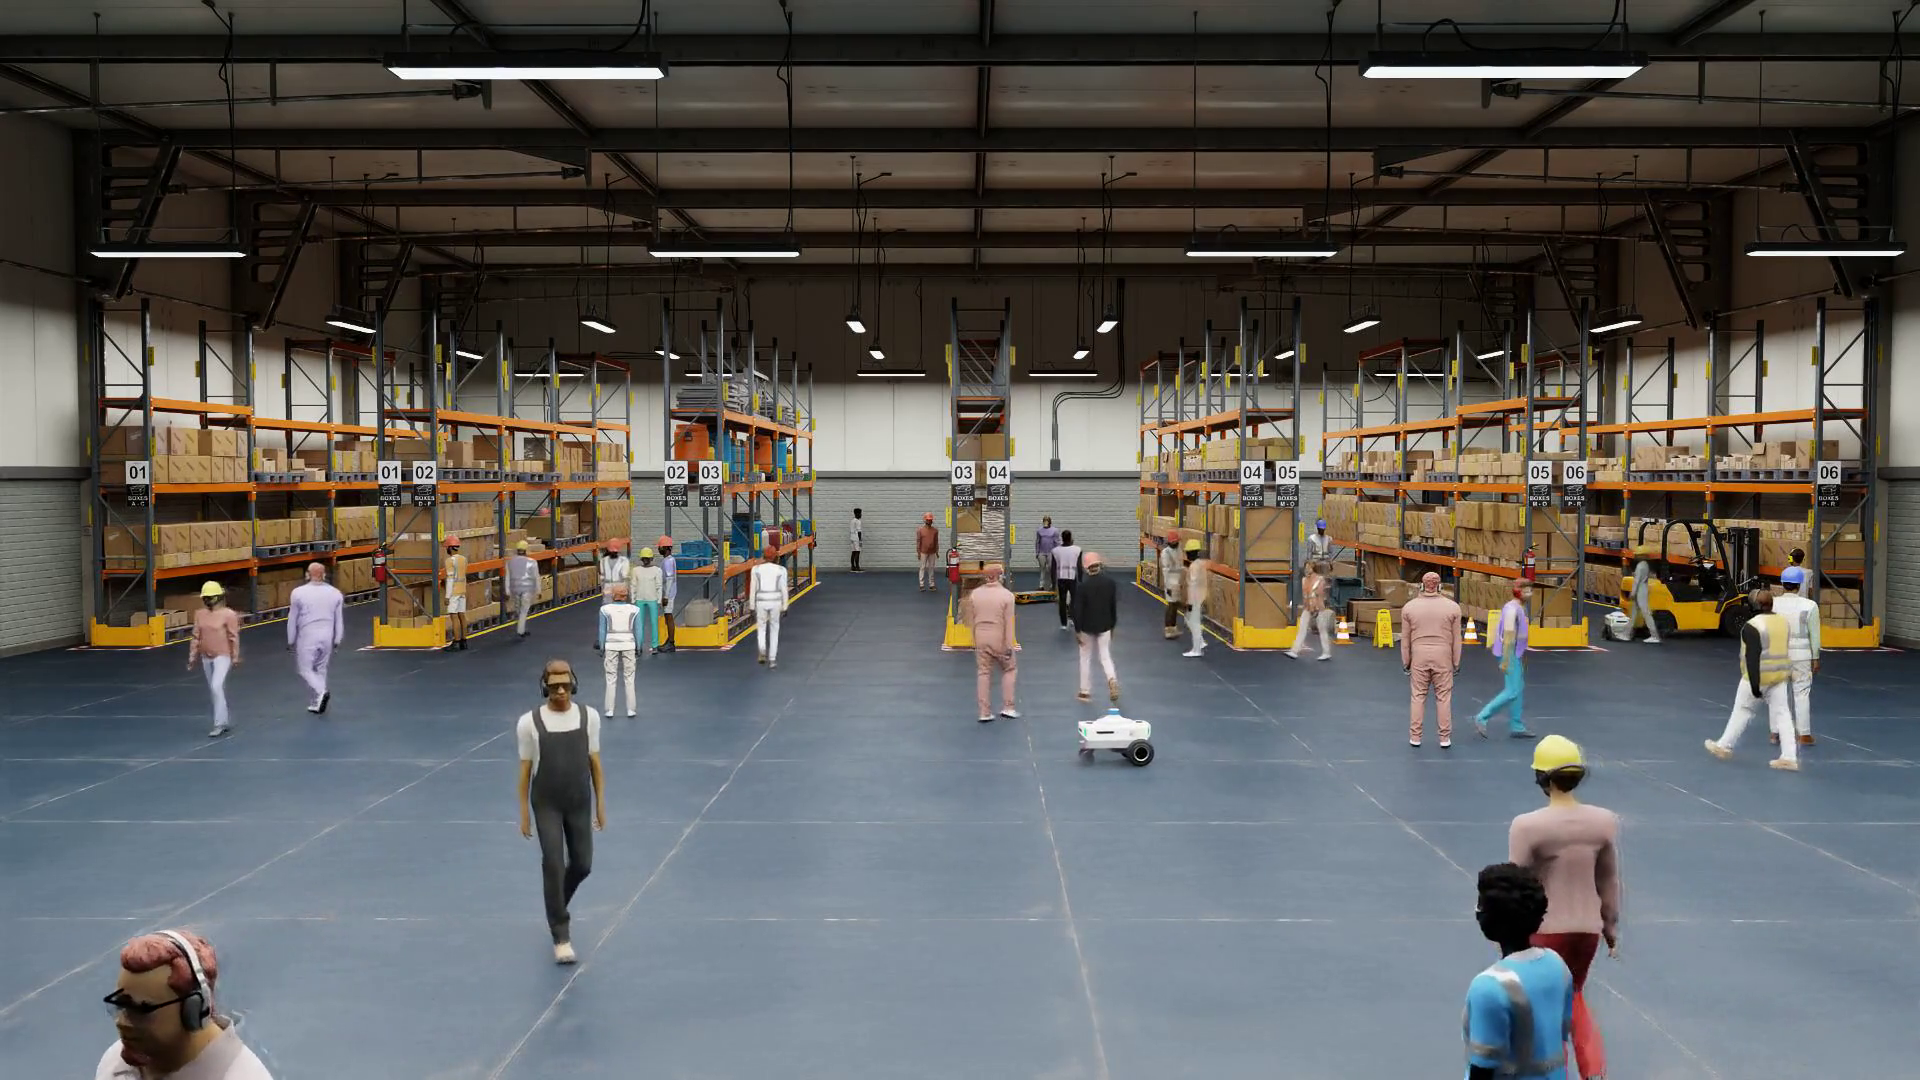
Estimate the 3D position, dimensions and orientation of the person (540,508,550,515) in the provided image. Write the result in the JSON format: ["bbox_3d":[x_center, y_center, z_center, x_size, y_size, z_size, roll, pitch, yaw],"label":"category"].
[{"bbox_3d":[-11.798,0.096,45.972,0.392,2.041,0.614,1,2,20],"label":"person"}]

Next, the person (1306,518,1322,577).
[{"bbox_3d":[10.147,0.244,45.355,0.944,1.803,0.624,2,3,40],"label":"person"}]

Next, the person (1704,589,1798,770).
[{"bbox_3d":[8.092,1.392,16.398,0.630,1.790,0.964,-1,2,-23],"label":"person"}]

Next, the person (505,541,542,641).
[{"bbox_3d":[-7.830,0.904,28.942,0.600,1.782,0.966,0,2,5],"label":"person"}]

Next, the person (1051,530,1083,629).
[{"bbox_3d":[2.069,0.755,31.102,0.627,1.902,0.576,0,2,10],"label":"person"}]

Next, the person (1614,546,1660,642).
[{"bbox_3d":[12.005,0.952,28.563,0.773,1.706,0.503,1,3,30],"label":"person"}]

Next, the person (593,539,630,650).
[{"bbox_3d":[-5.842,0.921,27.139,0.545,1.882,0.912,0,2,8],"label":"person"}]

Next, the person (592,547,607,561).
[{"bbox_3d":[-10.174,0.232,45.529,0.807,1.810,0.537,1,2,15],"label":"person"}]

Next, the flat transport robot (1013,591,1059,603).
[{"bbox_3d":[1.696,1.320,37.645,1.431,0.197,0.652,-2,3,-43],"label":"flat transport robot"}]

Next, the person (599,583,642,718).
[{"bbox_3d":[-4.131,1.344,19.640,0.515,1.635,0.313,-1,2,-14],"label":"person"}]

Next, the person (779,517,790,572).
[{"bbox_3d":[-5.029,0.265,44.806,0.846,1.780,0.622,-1,2,-23],"label":"person"}]

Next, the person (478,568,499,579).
[{"bbox_3d":[-10.920,0.562,37.271,0.620,1.788,0.889,0,2,-6],"label":"person"}]

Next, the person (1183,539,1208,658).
[{"bbox_3d":[3.786,0.942,26.164,0.416,1.915,0.609,1,2,19],"label":"person"}]

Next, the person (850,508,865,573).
[{"bbox_3d":[-3.147,0.004,49.191,0.374,1.966,0.608,-1,3,-28],"label":"person"}]

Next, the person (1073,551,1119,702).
[{"bbox_3d":[1.774,1.128,20.891,0.626,1.969,0.769,-1,2,-17],"label":"person"}]

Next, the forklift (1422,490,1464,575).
[{"bbox_3d":[13.926,-0.371,47.846,1.873,2.768,1.129,0,2,0],"label":"forklift"}]

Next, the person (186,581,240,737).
[{"bbox_3d":[-8.454,1.344,18.224,0.525,1.745,0.672,1,2,14],"label":"person"}]

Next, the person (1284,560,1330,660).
[{"bbox_3d":[5.556,1.125,25.612,0.855,1.595,0.516,-2,3,-35],"label":"person"}]

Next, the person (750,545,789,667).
[{"bbox_3d":[-2.930,1.016,24.846,0.605,1.871,0.419,0,2,-1],"label":"person"}]

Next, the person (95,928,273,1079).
[{"bbox_3d":[-1.828,1.842,3.831,0.656,1.889,0.683,2,3,35],"label":"person"}]

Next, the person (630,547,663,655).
[{"bbox_3d":[-5.179,1.012,26.681,0.556,1.783,0.435,0,2,2],"label":"person"}]

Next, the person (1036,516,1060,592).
[{"bbox_3d":[2.205,0.352,40.863,0.627,1.934,0.372,1,2,23],"label":"person"}]

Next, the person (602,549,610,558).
[{"bbox_3d":[-10.254,0.100,47.098,1.018,1.952,0.650,1,2,19],"label":"person"}]

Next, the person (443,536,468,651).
[{"bbox_3d":[-8.506,0.895,27.139,0.379,1.938,0.547,1,2,14],"label":"person"}]

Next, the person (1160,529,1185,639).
[{"bbox_3d":[3.906,0.793,29.199,0.440,1.994,0.800,2,3,39],"label":"person"}]

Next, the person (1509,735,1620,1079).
[{"bbox_3d":[2.731,1.767,7.376,0.546,1.751,0.372,-1,2,-13],"label":"person"}]

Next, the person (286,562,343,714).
[{"bbox_3d":[-7.911,1.211,19.845,0.705,1.884,0.657,2,3,41],"label":"person"}]

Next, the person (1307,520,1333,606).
[{"bbox_3d":[8.145,0.519,36.511,0.614,1.943,0.409,0,2,-8],"label":"person"}]

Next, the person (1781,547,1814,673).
[{"bbox_3d":[12.485,1.048,24.138,0.516,1.872,0.327,0,2,-7],"label":"person"}]

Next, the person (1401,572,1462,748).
[{"bbox_3d":[5.127,1.298,17.566,0.636,1.899,0.400,1,2,22],"label":"person"}]

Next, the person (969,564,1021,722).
[{"bbox_3d":[0.441,1.230,19.406,0.649,1.885,0.679,1,3,29],"label":"person"}]

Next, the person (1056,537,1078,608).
[{"bbox_3d":[2.403,0.713,36.006,0.535,1.589,0.851,1,2,15],"label":"person"}]

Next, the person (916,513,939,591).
[{"bbox_3d":[-0.820,0.305,41.249,0.622,1.997,0.371,-1,3,-26],"label":"person"}]

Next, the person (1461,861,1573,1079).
[{"bbox_3d":[1.886,1.898,5.276,0.761,1.672,0.531,2,3,43],"label":"person"}]

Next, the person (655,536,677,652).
[{"bbox_3d":[-4.921,0.899,27.034,0.355,1.938,0.545,0,2,-11],"label":"person"}]

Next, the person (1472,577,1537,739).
[{"bbox_3d":[6.110,1.318,18.060,0.615,1.820,0.654,1,2,22],"label":"person"}]

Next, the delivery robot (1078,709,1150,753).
[{"bbox_3d":[1.574,1.972,16.530,0.707,0.478,0.477,0,2,-6],"label":"delivery robot"}]

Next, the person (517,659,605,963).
[{"bbox_3d":[-2.473,1.633,9.976,0.523,1.824,0.678,-1,3,-27],"label":"person"}]

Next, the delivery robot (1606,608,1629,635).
[{"bbox_3d":[11.867,1.473,29.105,0.477,0.478,0.707,1,2,13],"label":"delivery robot"}]

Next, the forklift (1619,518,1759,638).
[{"bbox_3d":[13.417,0.684,29.791,2.313,2.155,1.214,0,2,0],"label":"forklift"}]

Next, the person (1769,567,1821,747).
[{"bbox_3d":[9.087,1.266,17.662,0.602,1.949,0.389,2,3,41],"label":"person"}]
